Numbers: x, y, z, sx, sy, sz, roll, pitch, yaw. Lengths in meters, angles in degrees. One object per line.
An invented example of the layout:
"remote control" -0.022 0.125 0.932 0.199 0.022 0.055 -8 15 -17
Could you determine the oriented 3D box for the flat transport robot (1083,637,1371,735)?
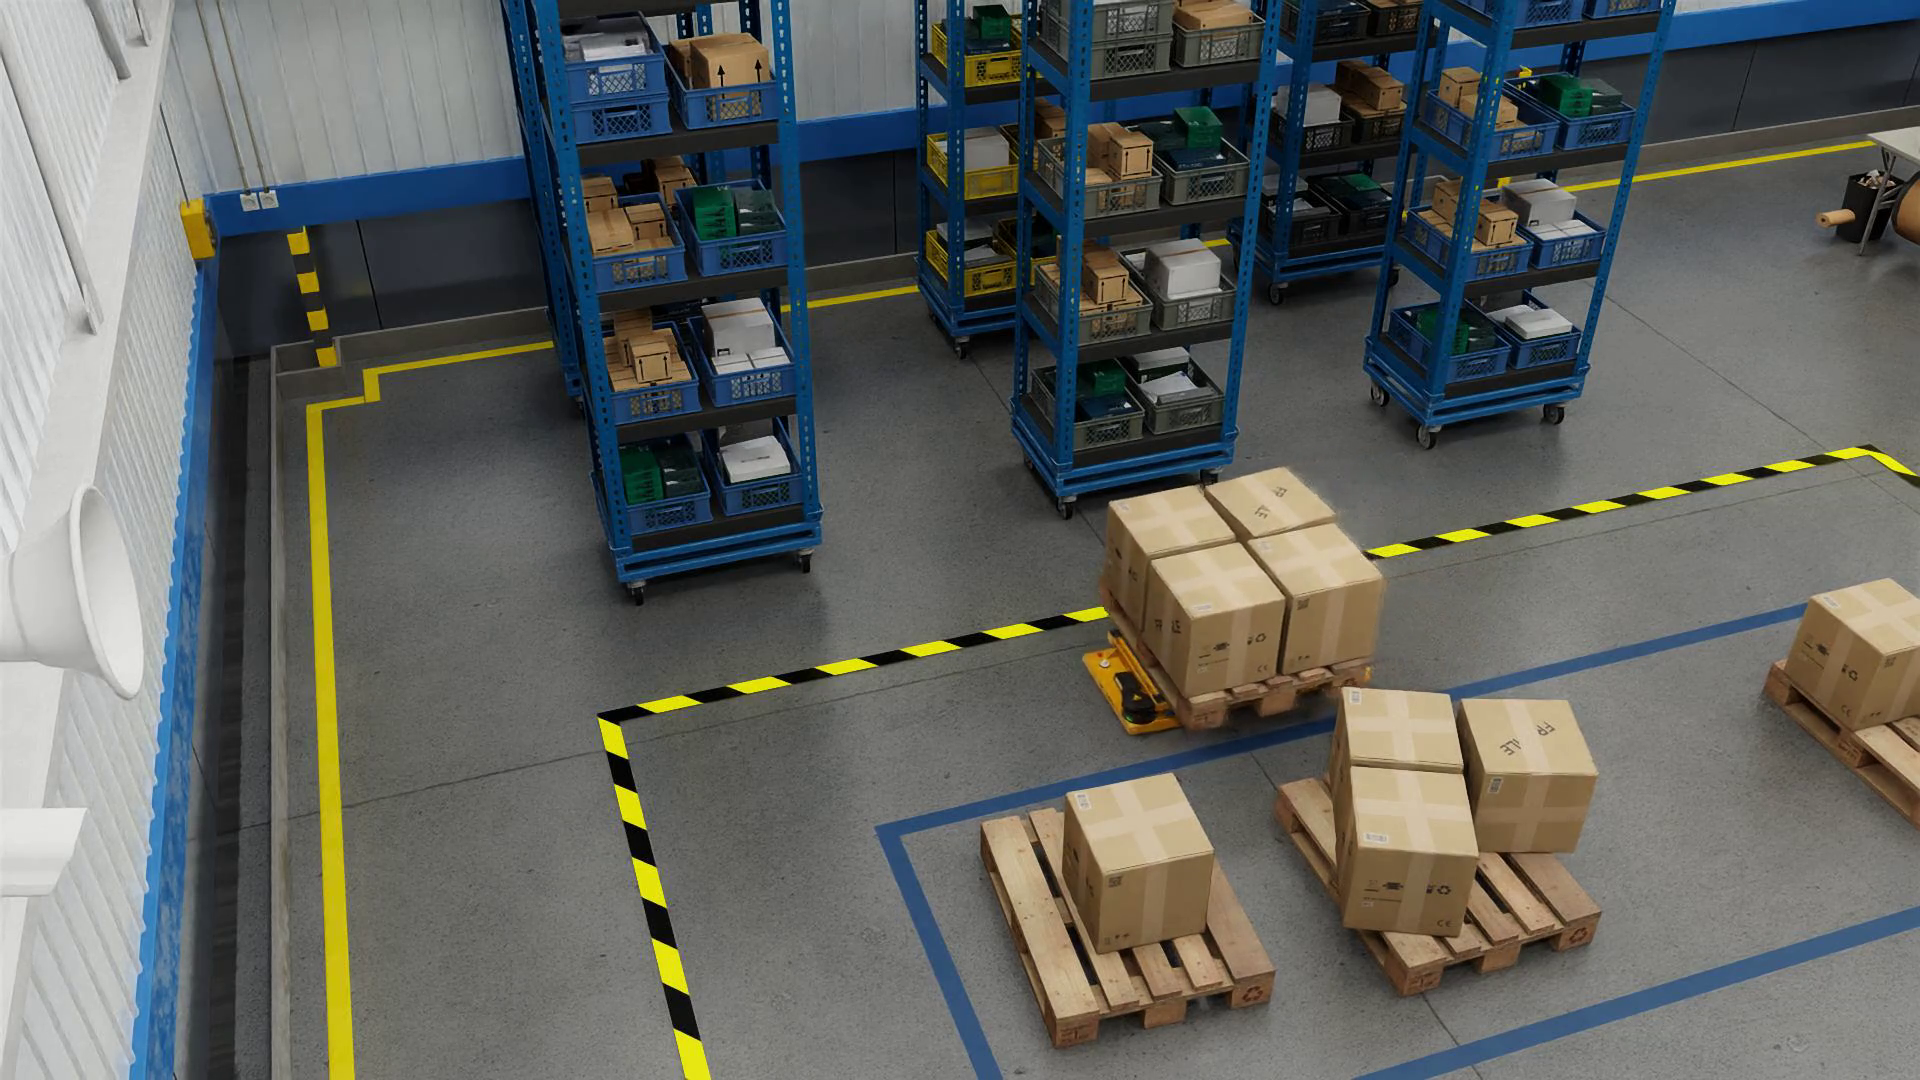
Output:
"flat transport robot" 1.460 0.649 9.111 1.431 0.197 0.652 -11 37 -15
